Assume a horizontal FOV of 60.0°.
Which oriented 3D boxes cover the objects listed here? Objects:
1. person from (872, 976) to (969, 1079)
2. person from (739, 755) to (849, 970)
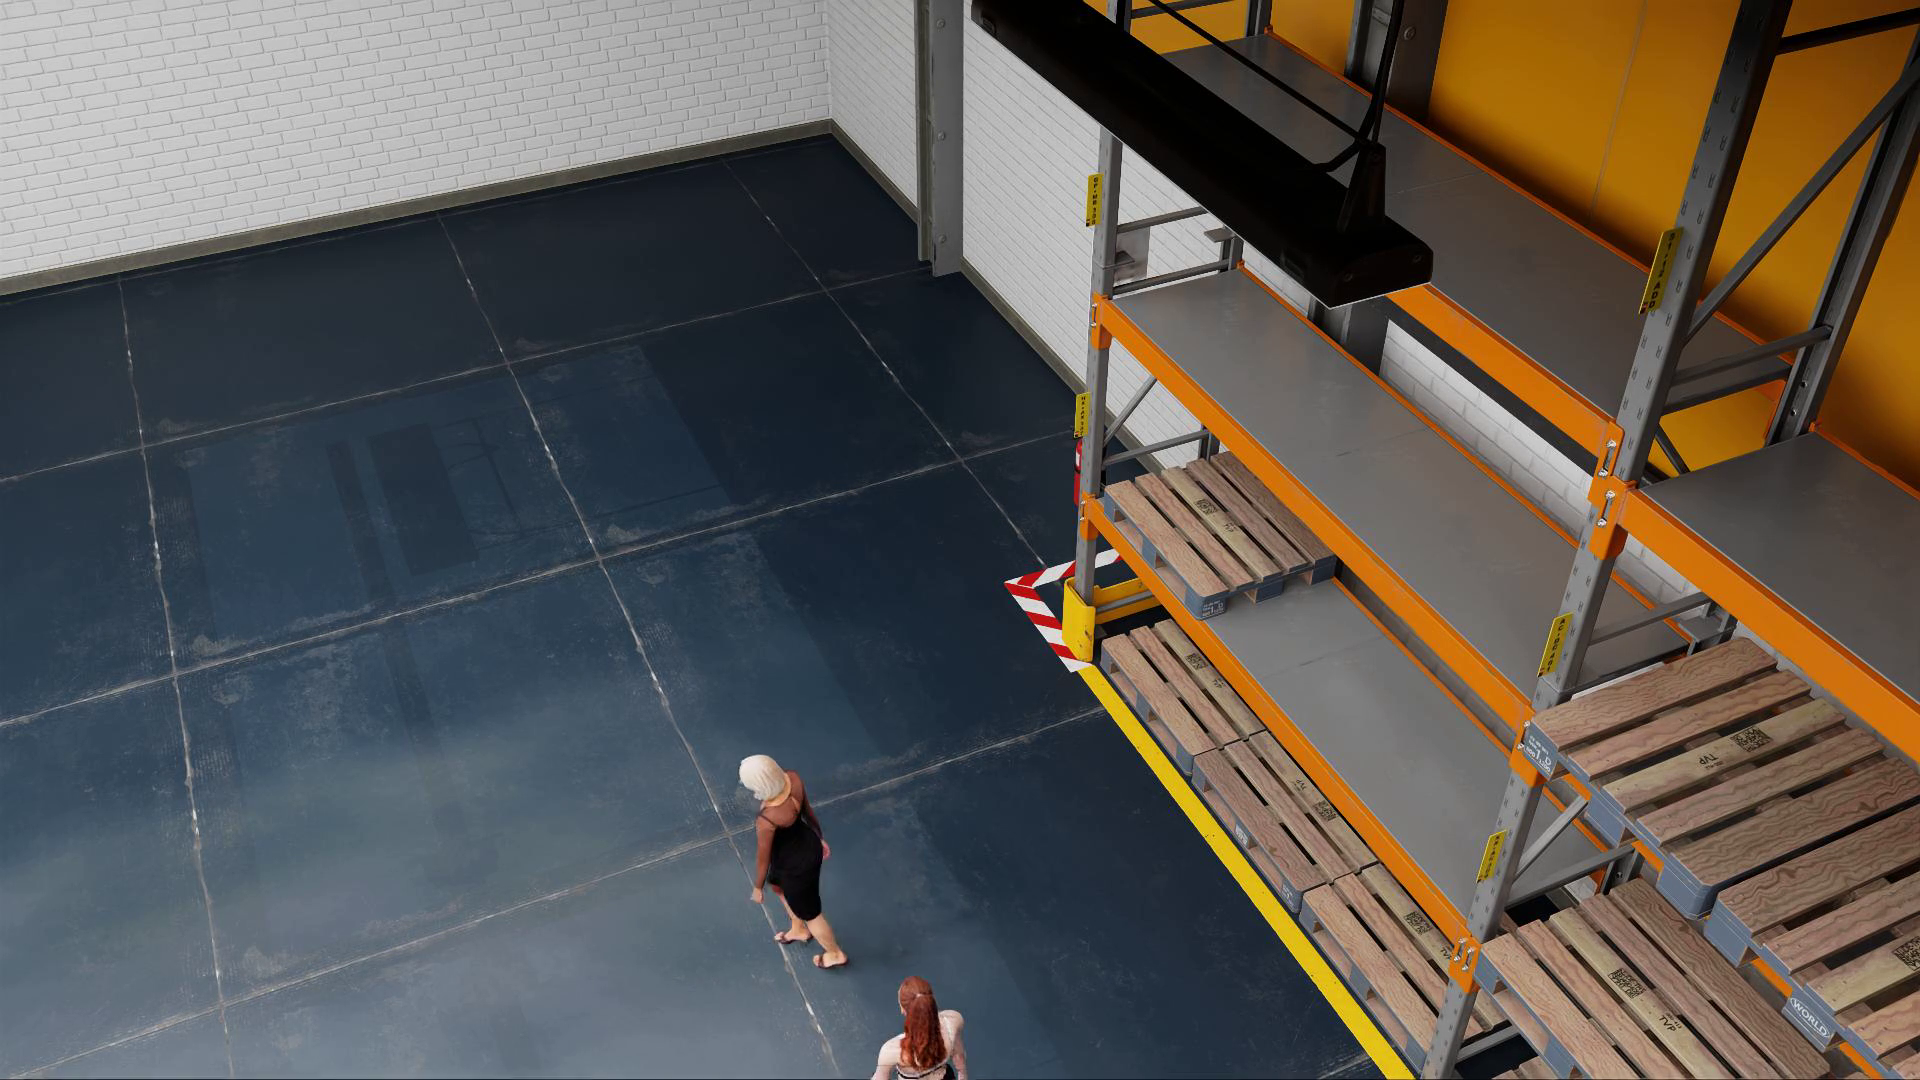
[{"bbox_3d":[-0.123,2.722,7.869,0.637,1.731,0.738,-20,43,-23],"label":"person"},{"bbox_3d":[-0.830,1.780,9.077,0.868,1.695,0.815,14,41,17],"label":"person"}]
